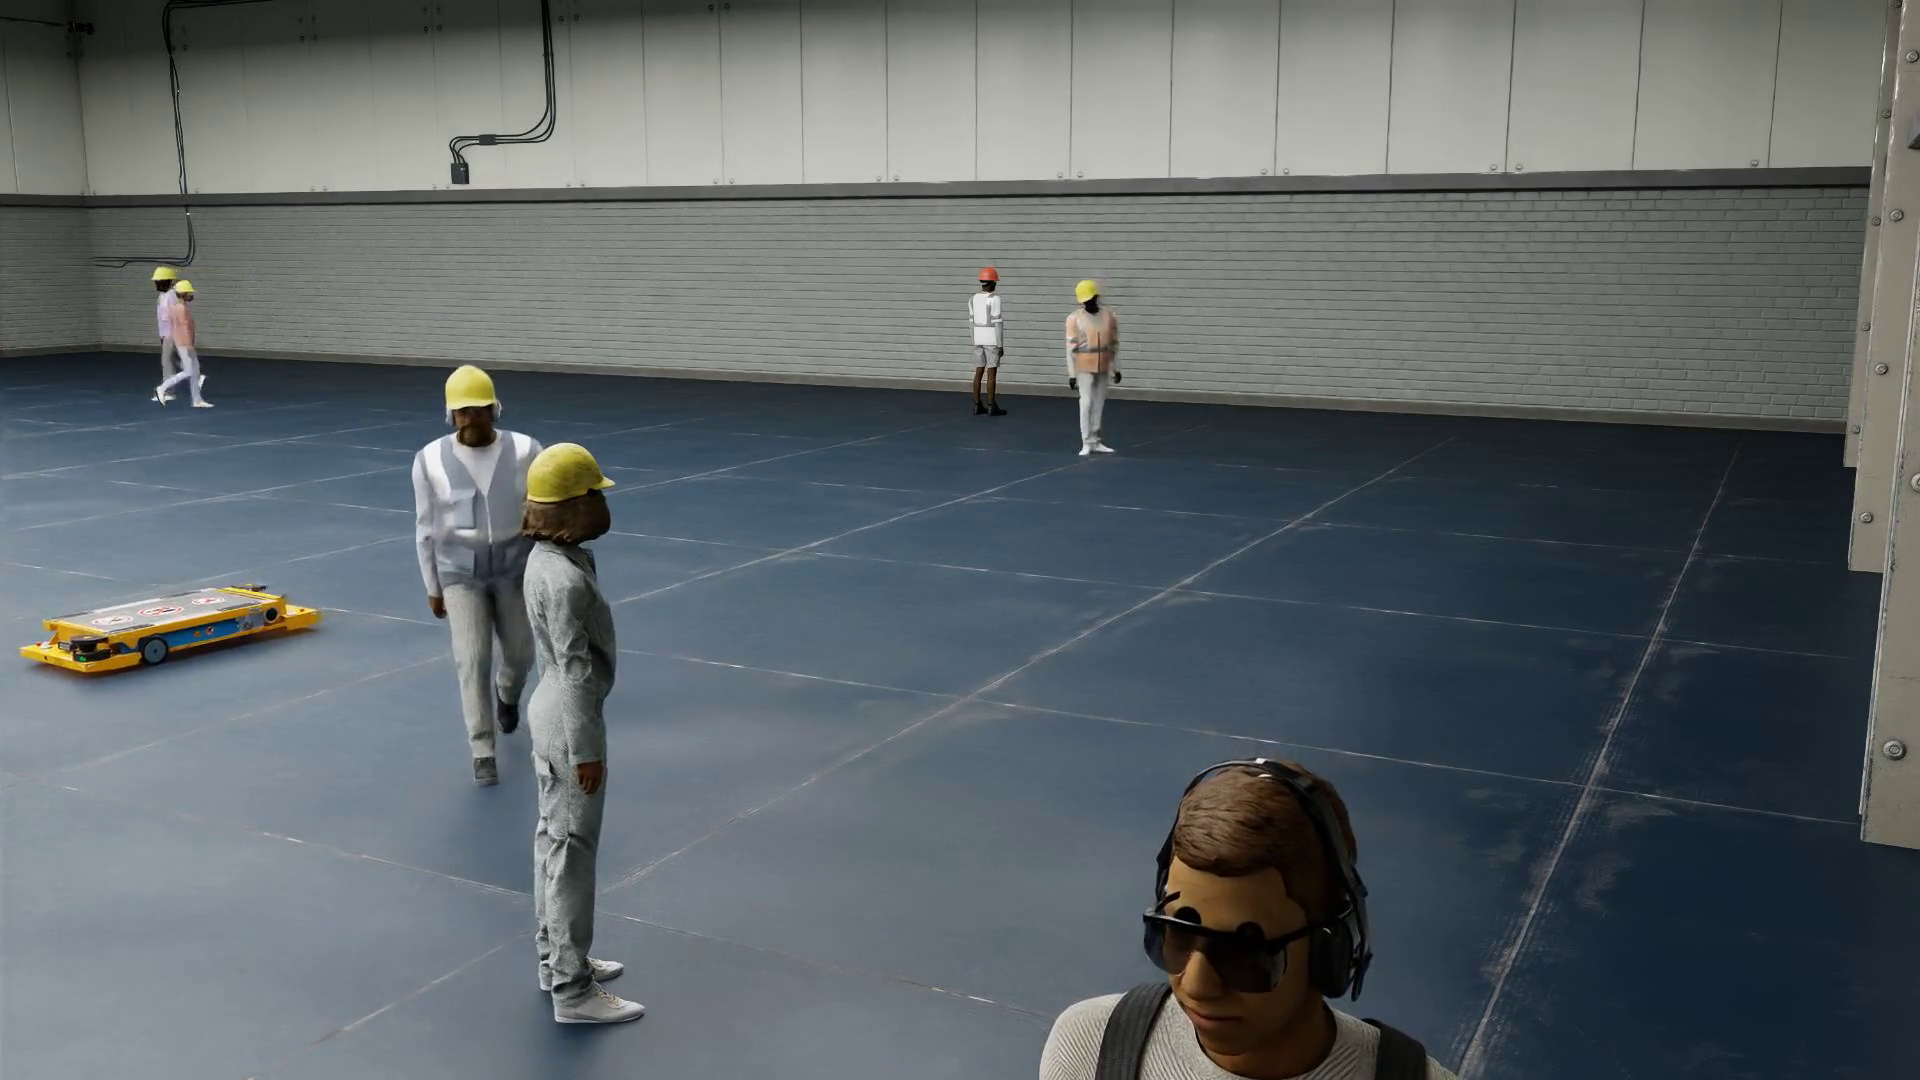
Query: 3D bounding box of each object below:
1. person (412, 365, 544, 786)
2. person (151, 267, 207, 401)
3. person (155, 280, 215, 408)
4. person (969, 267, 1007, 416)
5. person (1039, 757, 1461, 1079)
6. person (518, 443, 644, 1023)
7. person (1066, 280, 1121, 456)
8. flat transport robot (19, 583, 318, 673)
[{"bbox_3d":[-2.086,0.120,7.332,0.588,1.804,0.707,-4,11,-21],"label":"person"},{"bbox_3d":[-11.226,-2.944,23.755,0.707,1.911,0.598,-7,13,-35],"label":"person"},{"bbox_3d":[-10.561,-2.644,22.552,0.643,1.746,0.535,-4,11,-20],"label":"person"},{"bbox_3d":[0.368,-2.593,21.764,0.545,1.938,0.358,10,14,44],"label":"person"},{"bbox_3d":[0.303,1.114,1.802,0.517,1.843,0.325,5,11,25],"label":"person"},{"bbox_3d":[-1.153,0.576,5.010,0.284,1.746,0.492,-4,11,-21],"label":"person"},{"bbox_3d":[1.419,-1.832,17.805,0.665,1.880,0.500,-5,11,-24],"label":"person"},{"bbox_3d":[-4.508,0.482,9.543,0.652,0.197,1.431,7,12,32],"label":"flat transport robot"}]
